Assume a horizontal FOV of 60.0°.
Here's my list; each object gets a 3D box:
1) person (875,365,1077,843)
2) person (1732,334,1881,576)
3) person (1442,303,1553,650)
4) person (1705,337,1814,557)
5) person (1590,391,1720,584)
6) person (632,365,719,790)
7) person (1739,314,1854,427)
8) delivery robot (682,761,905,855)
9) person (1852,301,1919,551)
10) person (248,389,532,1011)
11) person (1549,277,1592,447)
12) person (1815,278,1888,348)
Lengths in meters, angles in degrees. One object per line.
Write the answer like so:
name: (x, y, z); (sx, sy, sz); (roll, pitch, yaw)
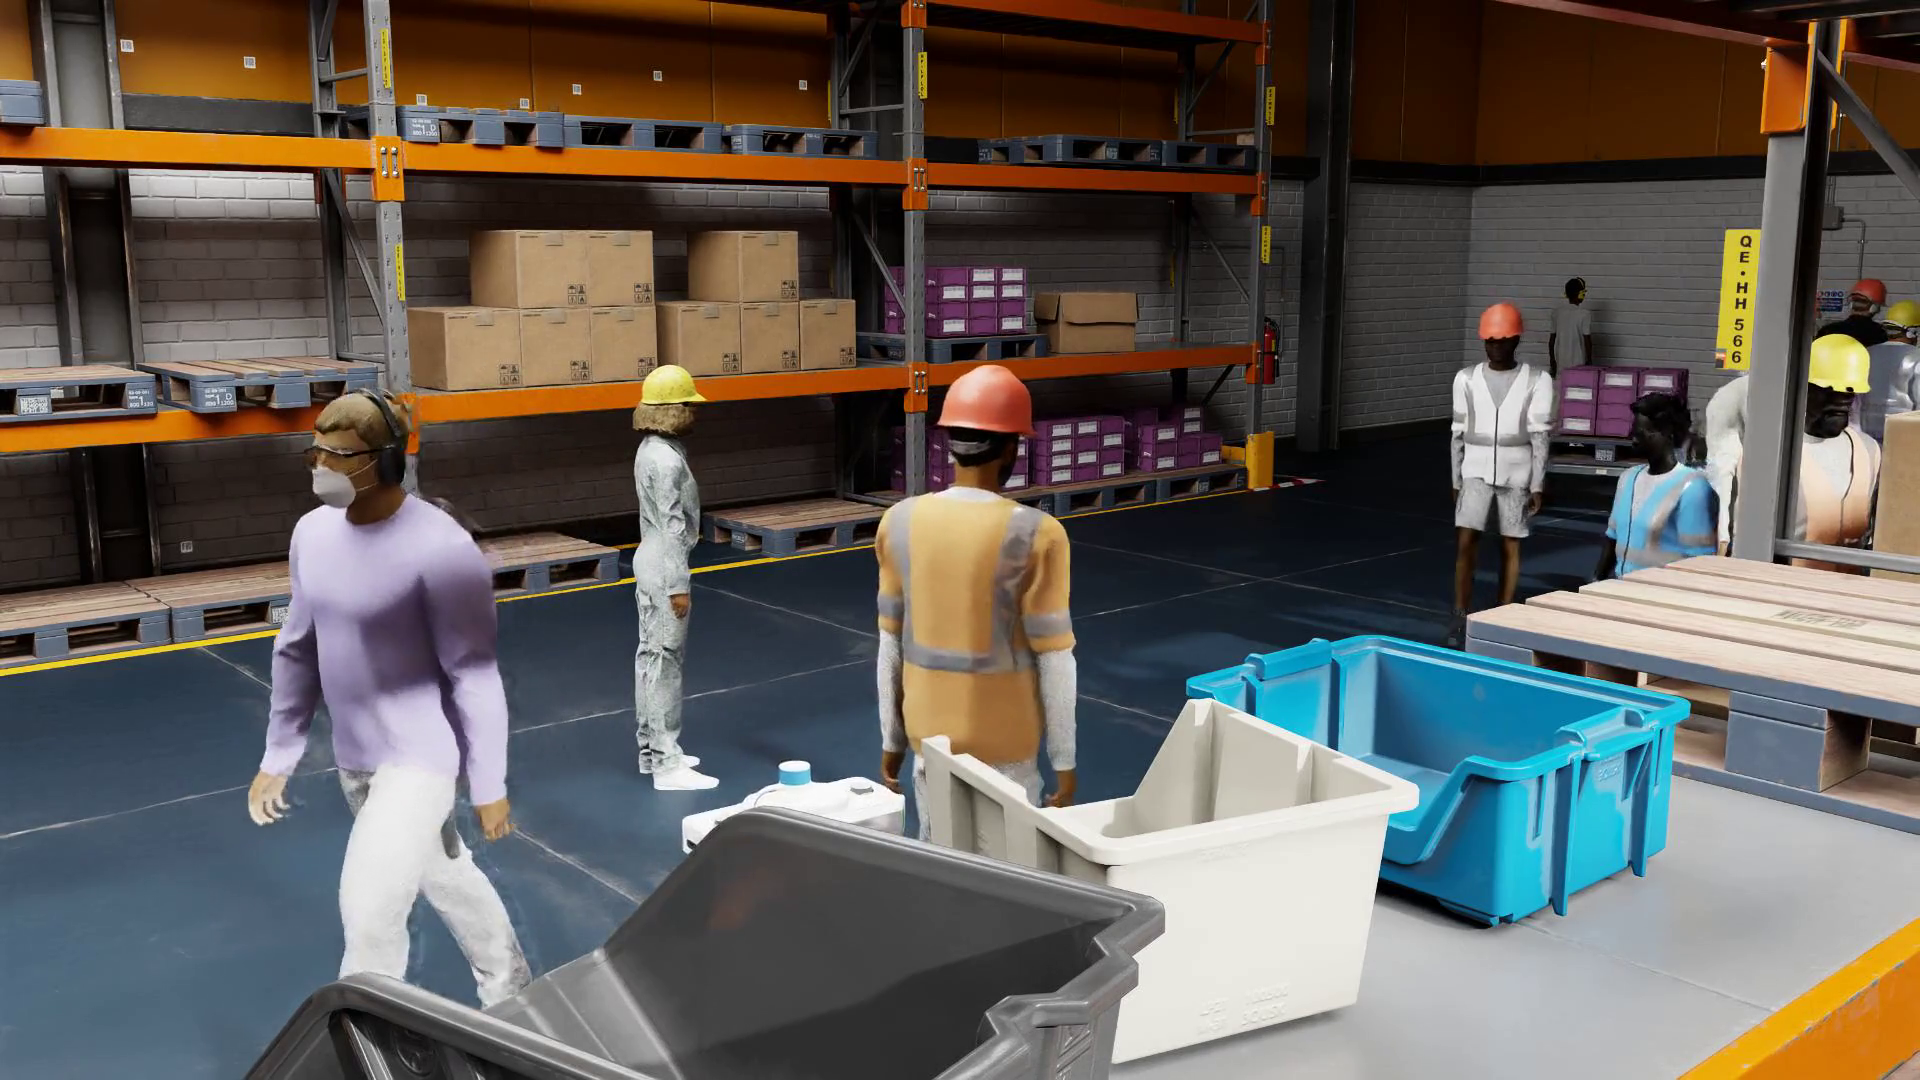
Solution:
person: (0.048, 0.506, 4.397); (0.556, 1.920, 0.454); (5, 11, 26)
person: (3.011, 0.230, 5.926); (0.591, 1.923, 0.381); (-3, 11, -19)
person: (2.920, -0.322, 9.085); (0.548, 1.907, 0.843); (5, 11, 25)
person: (3.602, -0.041, 7.405); (0.627, 1.940, 0.372); (-2, 10, -12)
person: (2.669, 0.249, 6.567); (0.854, 1.650, 0.544); (-1, 10, -8)
person: (-1.191, 0.151, 6.875); (0.312, 1.744, 0.487); (-4, 11, -19)
person: (4.275, -0.304, 8.703); (0.921, 1.994, 0.615); (-4, 11, -23)
delivery robot: (-0.534, 0.962, 5.400); (0.707, 0.478, 0.477); (-8, 13, -37)
person: (6.600, -0.767, 11.765); (0.404, 1.835, 0.587); (-5, 11, -25)
person: (-1.429, 0.564, 4.171); (0.630, 1.889, 1.028); (8, 13, 37)
person: (6.581, -1.881, 17.903); (0.328, 1.872, 0.513); (-8, 13, -39)
person: (6.925, -1.035, 12.882); (0.445, 1.974, 0.621); (-10, 14, -43)
